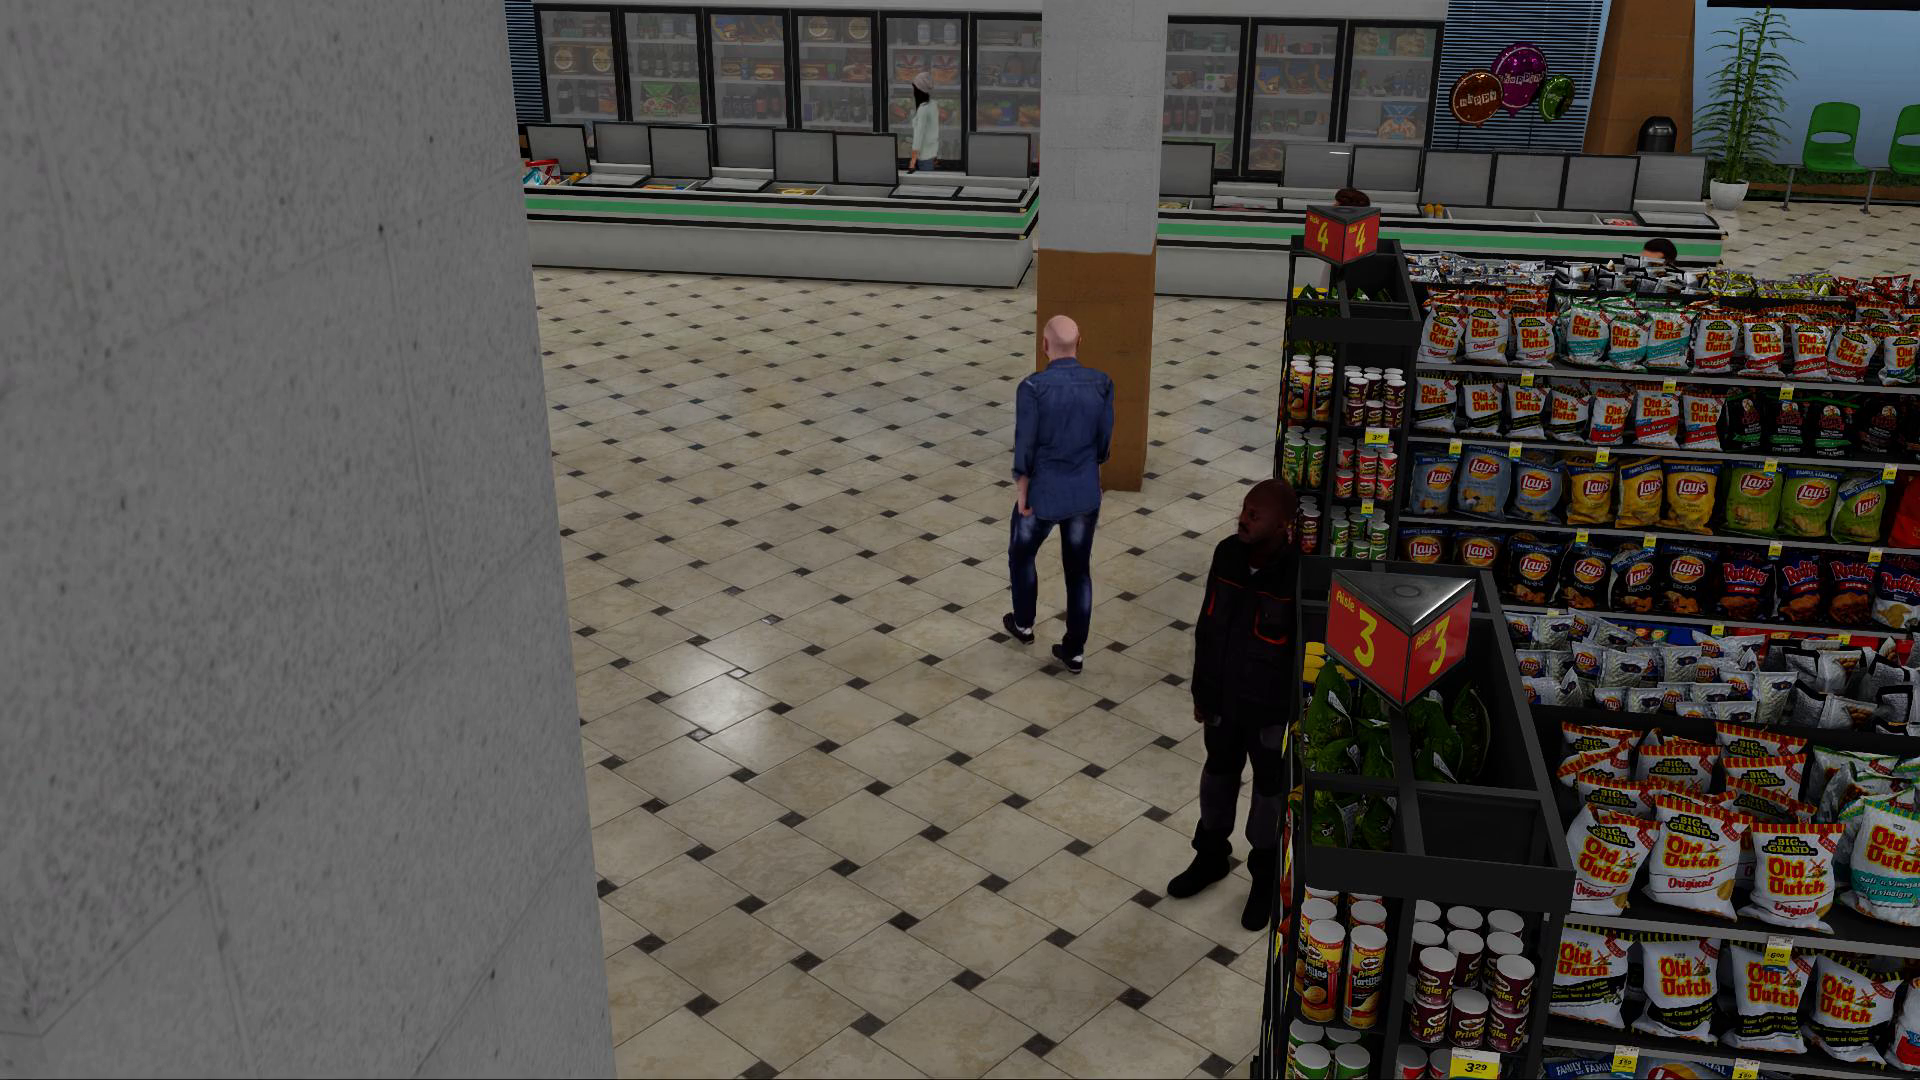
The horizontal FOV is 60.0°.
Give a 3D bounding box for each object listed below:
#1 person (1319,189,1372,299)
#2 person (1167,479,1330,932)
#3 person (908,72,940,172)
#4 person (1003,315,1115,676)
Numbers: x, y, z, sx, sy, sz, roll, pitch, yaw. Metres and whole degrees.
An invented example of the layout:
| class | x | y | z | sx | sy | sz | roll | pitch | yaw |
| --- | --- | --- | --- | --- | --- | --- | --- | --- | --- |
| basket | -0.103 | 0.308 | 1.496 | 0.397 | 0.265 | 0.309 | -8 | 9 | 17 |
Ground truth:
| class | x | y | z | sx | sy | sz | roll | pitch | yaw |
| --- | --- | --- | --- | --- | --- | --- | --- | --- | --- |
| person | 2.412 | -1.279 | 10.559 | 0.641 | 1.905 | 0.695 | 9 | 25 | 19 |
| person | 1.138 | 0.593 | 6.385 | 0.710 | 1.823 | 0.842 | 18 | 29 | 35 |
| person | -0.265 | -3.908 | 16.908 | 0.761 | 1.631 | 0.593 | 4 | 24 | 9 |
| person | 0.522 | -0.170 | 8.155 | 0.980 | 1.801 | 1.017 | -9 | 25 | -19 |
